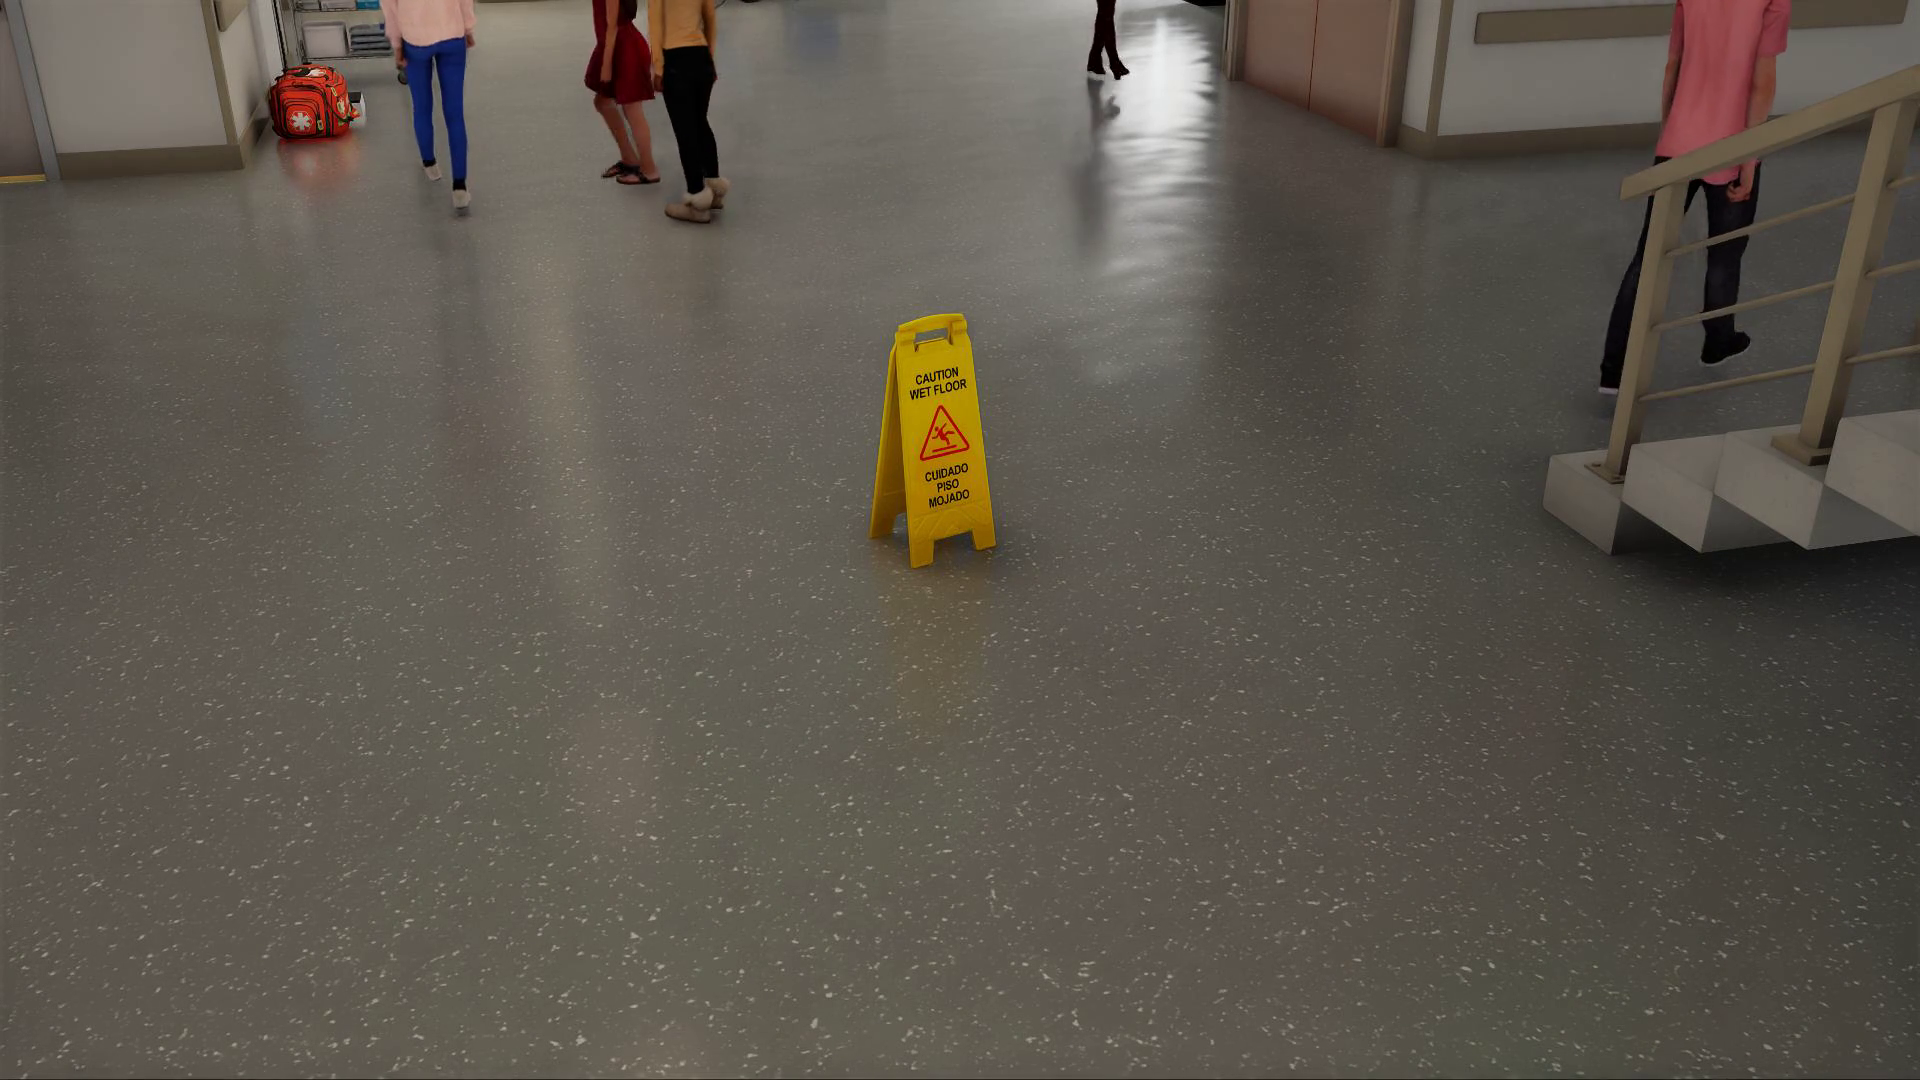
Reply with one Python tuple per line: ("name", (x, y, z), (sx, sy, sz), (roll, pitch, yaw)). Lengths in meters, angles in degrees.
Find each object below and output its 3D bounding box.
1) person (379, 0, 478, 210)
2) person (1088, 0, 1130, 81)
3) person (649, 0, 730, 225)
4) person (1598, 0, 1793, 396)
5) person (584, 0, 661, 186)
("person", (-2.897, -2.695, 9.199), (0.691, 1.718, 1.119), (-8, 27, -15))
("person", (1.105, -4.427, 12.833), (0.703, 1.681, 1.029), (-11, 28, -21))
("person", (-1.459, -2.563, 9.005), (0.754, 1.648, 0.707), (21, 33, 37))
("person", (2.801, -1.442, 6.386), (1.075, 1.905, 1.267), (-20, 32, -35))
("person", (-1.894, -2.832, 9.697), (0.640, 1.531, 0.571), (-4, 26, -8))
